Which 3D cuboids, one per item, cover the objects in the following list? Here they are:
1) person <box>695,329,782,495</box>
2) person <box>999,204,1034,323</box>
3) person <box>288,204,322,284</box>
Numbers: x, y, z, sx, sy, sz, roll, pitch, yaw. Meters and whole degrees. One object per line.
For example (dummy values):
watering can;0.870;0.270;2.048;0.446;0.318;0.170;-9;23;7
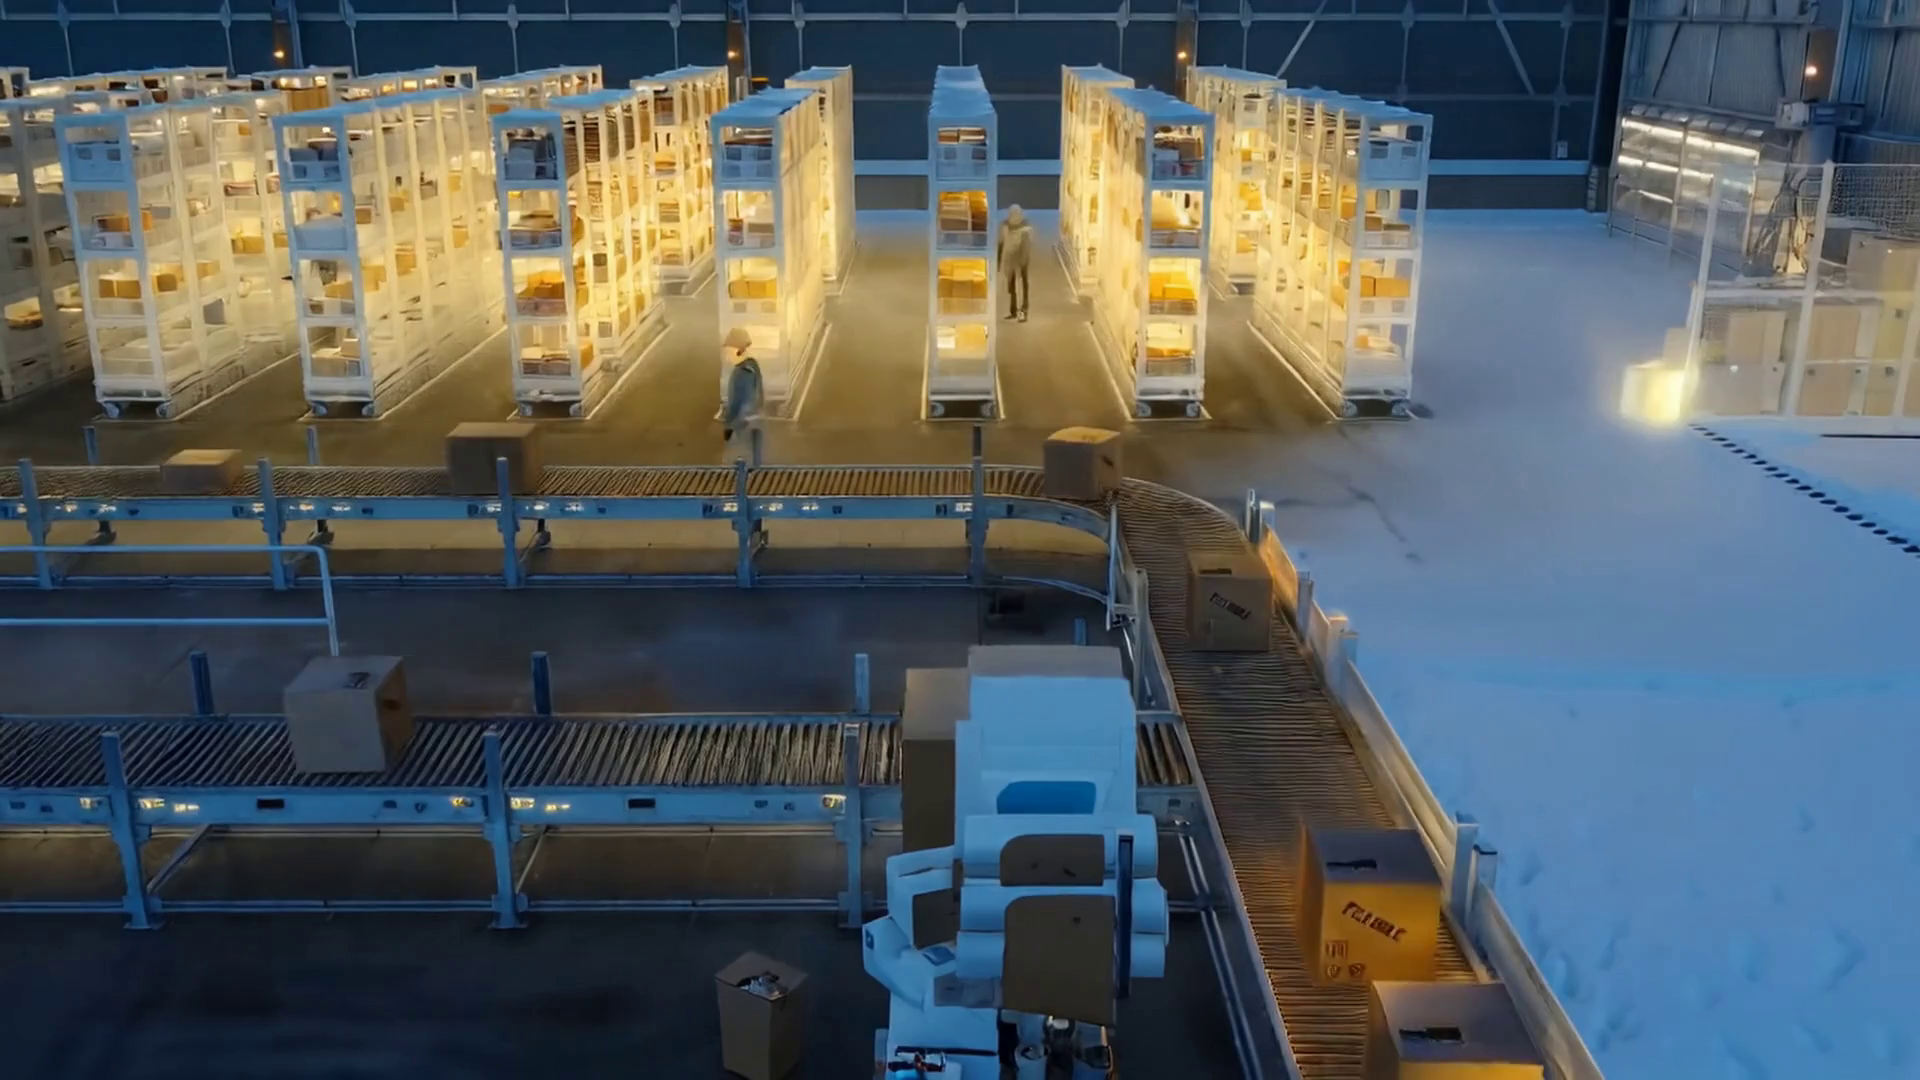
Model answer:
person;-2.202;-1.194;16.423;0.924;1.781;0.592;-3;18;-10
person;0.886;-4.339;26.039;0.580;1.832;0.399;9;20;25
person;-11.070;-5.059;27.994;0.378;1.996;0.611;13;22;34
